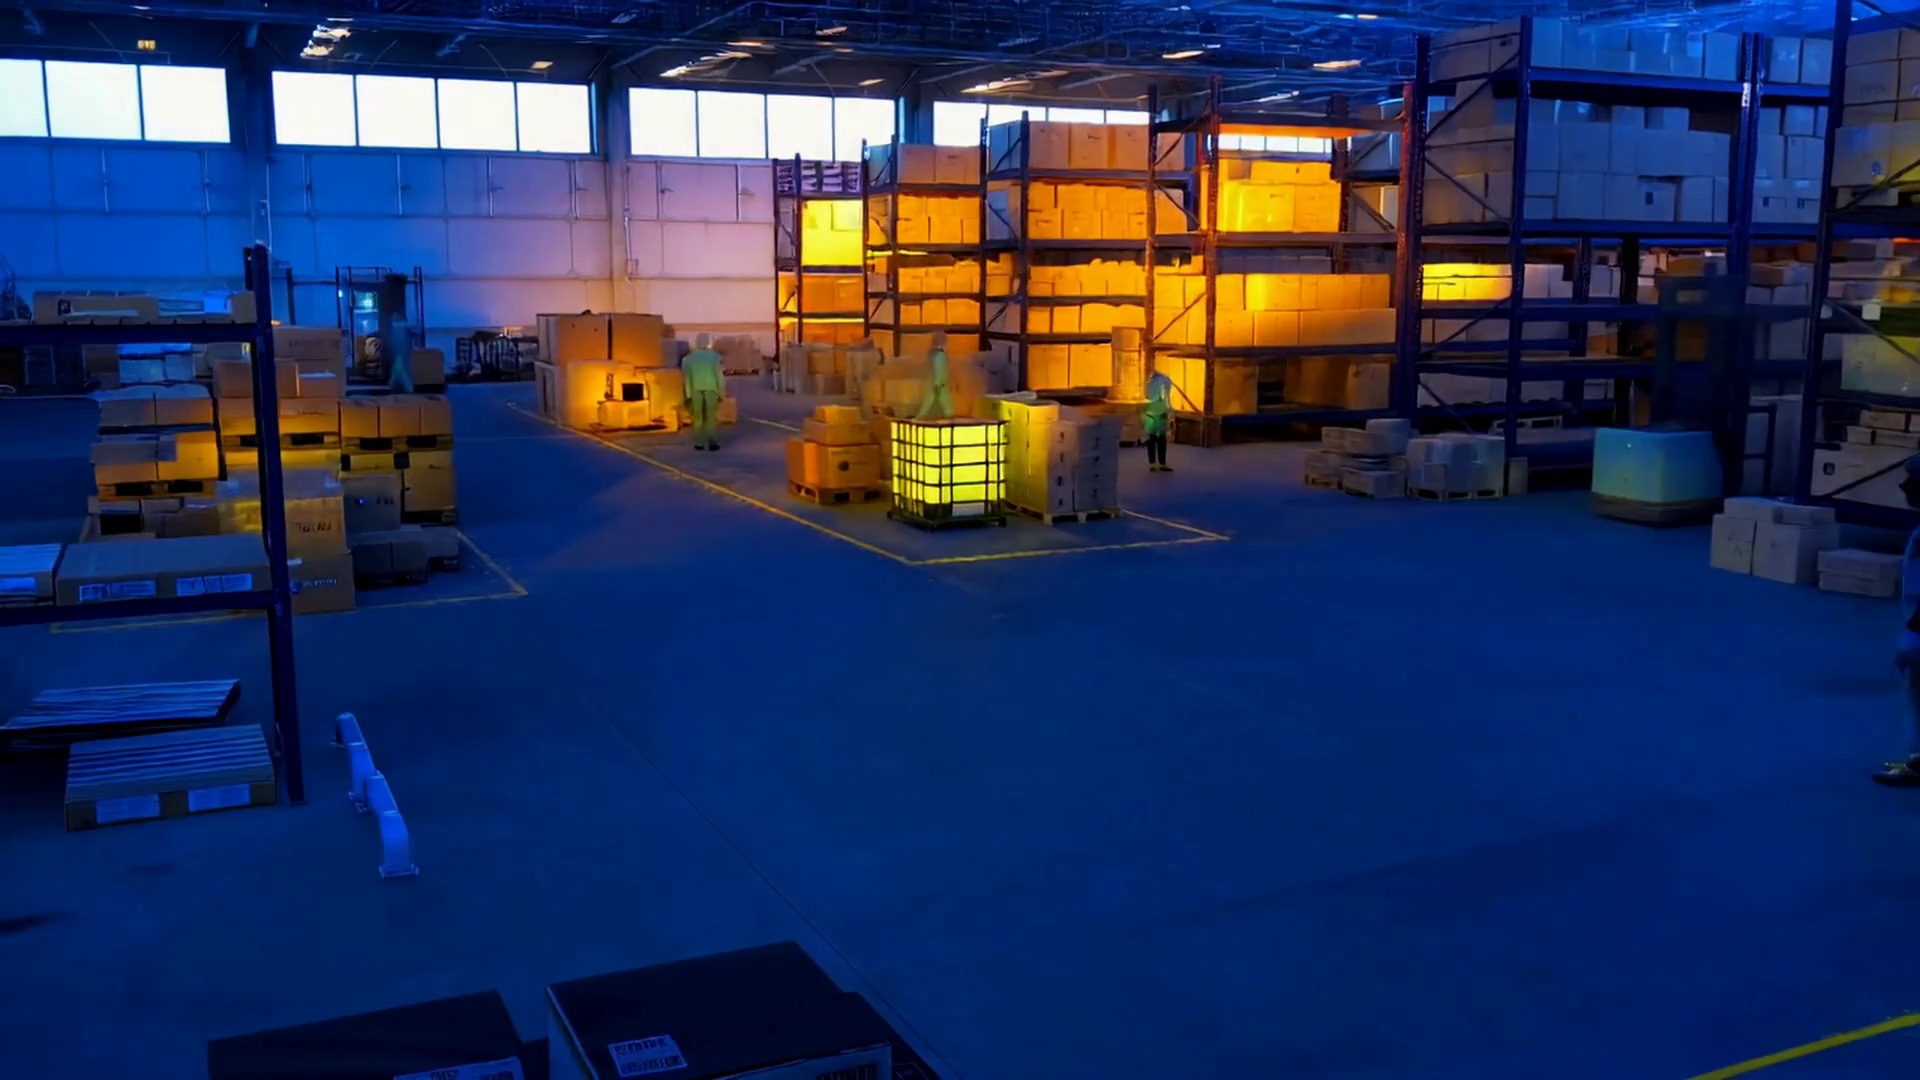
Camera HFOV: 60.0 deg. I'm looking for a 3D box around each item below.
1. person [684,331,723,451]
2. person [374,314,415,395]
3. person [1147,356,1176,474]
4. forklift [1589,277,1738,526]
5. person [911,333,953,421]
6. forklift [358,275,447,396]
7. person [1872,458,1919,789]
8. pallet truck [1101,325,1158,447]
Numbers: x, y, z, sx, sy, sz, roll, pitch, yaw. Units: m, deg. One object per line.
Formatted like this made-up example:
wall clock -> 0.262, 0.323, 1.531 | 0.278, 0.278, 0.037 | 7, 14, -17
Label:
person -> -4.139, -2.412, 26.962 | 0.635, 1.939, 0.359 | 2, 9, 14
person -> -12.836, -4.142, 37.672 | 1.004, 1.939, 0.649 | 0, 9, 1
person -> 2.891, -1.798, 23.904 | 0.317, 1.696, 0.538 | -5, 10, -27
forklift -> 8.433, -1.649, 19.316 | 1.873, 2.768, 1.129 | -4, 10, -25
person -> -0.444, -2.814, 29.899 | 0.864, 1.802, 0.635 | -2, 9, -14
forklift -> -12.971, -4.739, 38.488 | 1.873, 2.768, 1.129 | -4, 10, -25
person -> 5.375, 0.475, 9.329 | 0.329, 1.858, 0.570 | 8, 12, 42
pallet truck -> 2.881, -2.596, 27.923 | 0.823, 1.965, 1.885 | -1, 9, -7
